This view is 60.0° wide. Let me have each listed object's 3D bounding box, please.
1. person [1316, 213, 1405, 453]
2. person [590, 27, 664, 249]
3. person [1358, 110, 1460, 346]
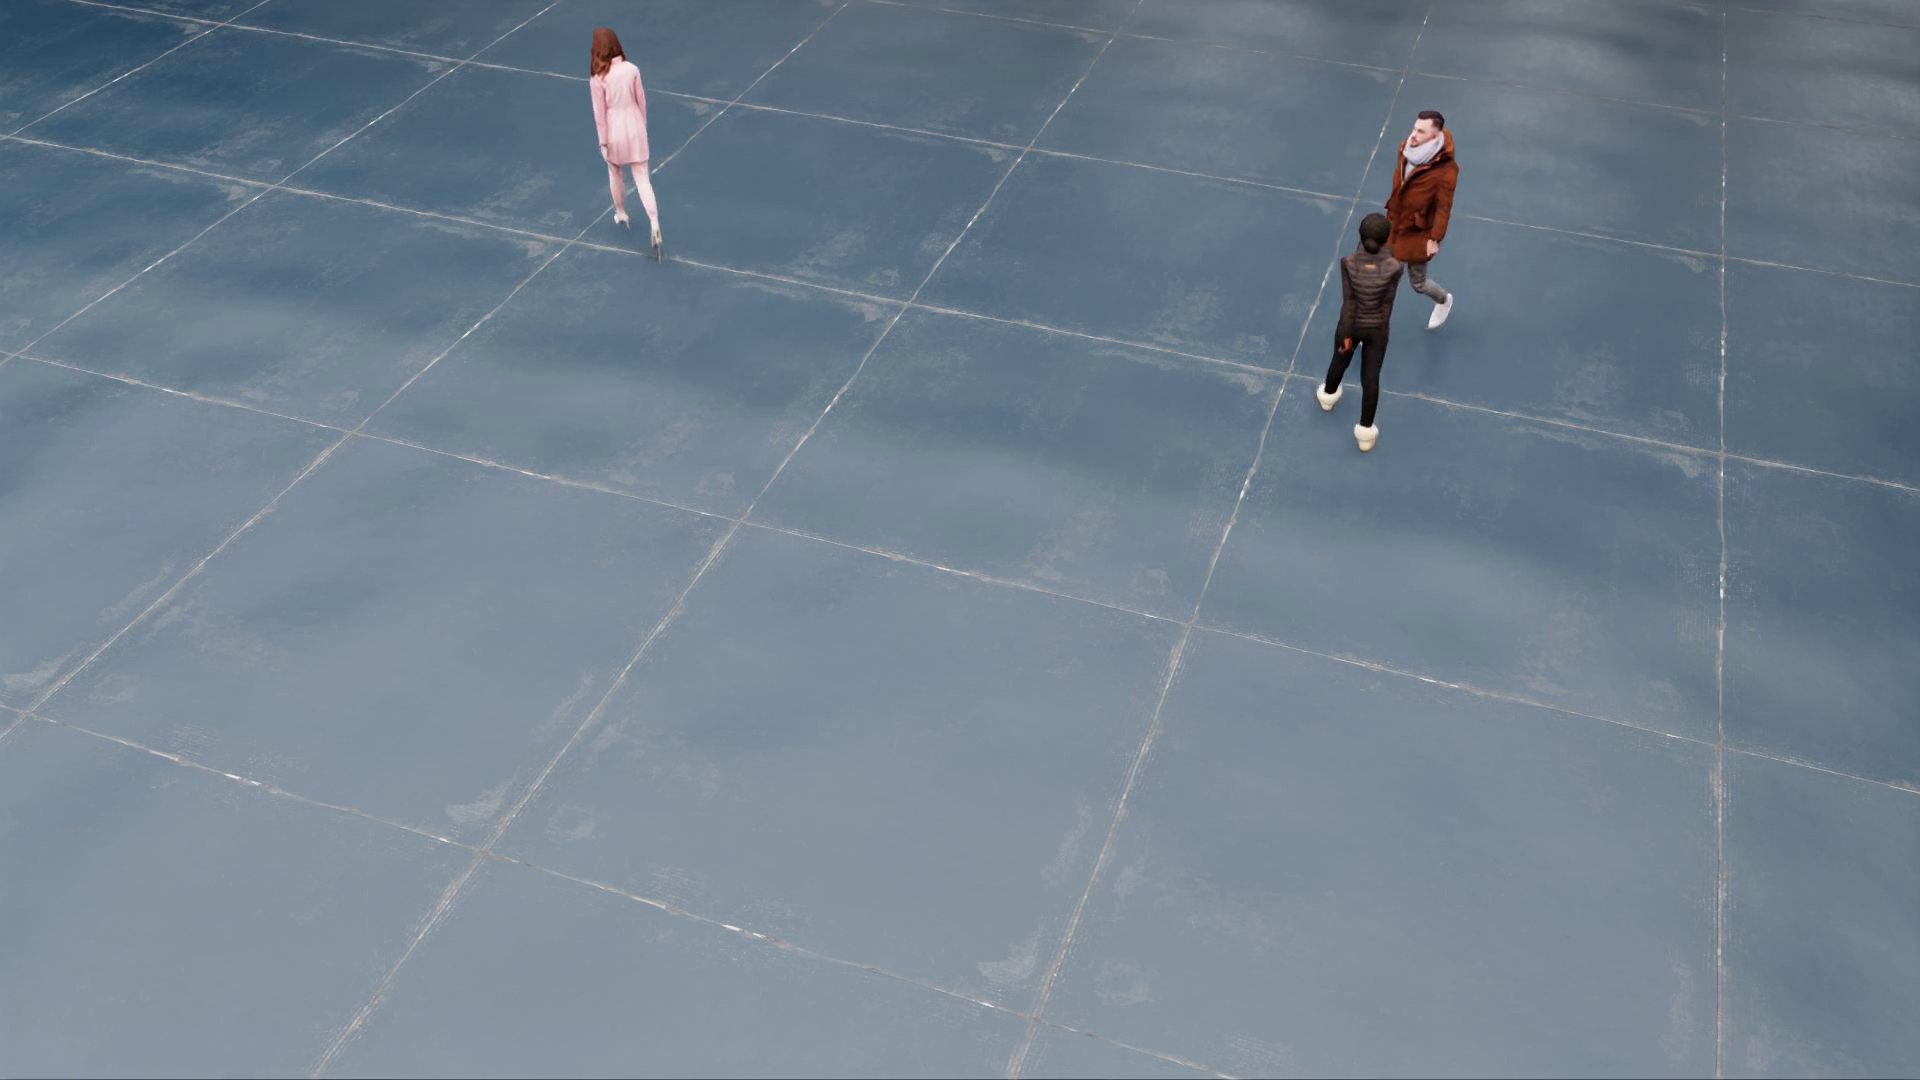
[{"bbox_3d":[2.735,-1.508,11.246,0.683,1.651,1.106,8,39,10],"label":"person"},{"bbox_3d":[-2.638,-3.159,13.264,1.101,1.766,1.139,-17,41,-21],"label":"person"},{"bbox_3d":[3.337,-2.249,12.065,1.240,1.809,1.112,-22,43,-26],"label":"person"}]
